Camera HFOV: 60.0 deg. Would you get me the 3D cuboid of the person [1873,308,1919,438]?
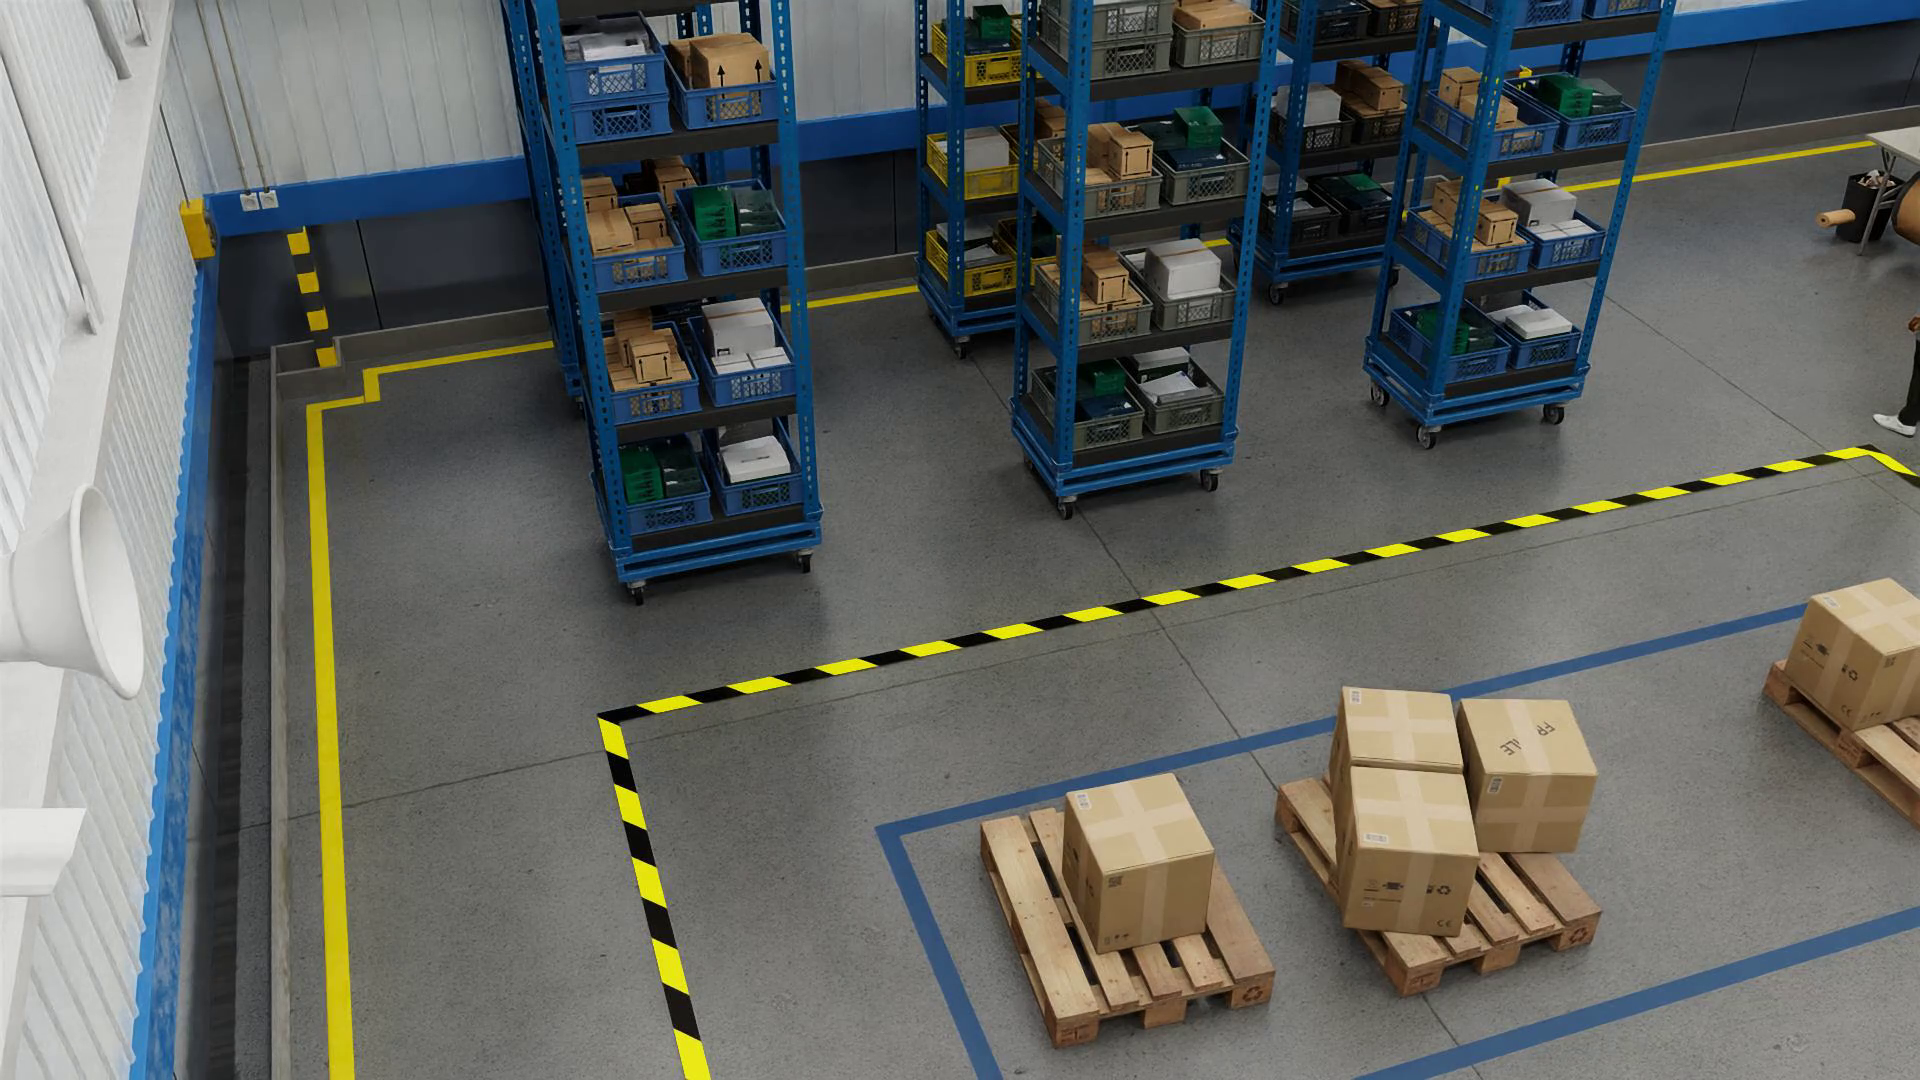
[{"bbox_3d":[6.472,-1.543,10.870,0.596,1.849,0.385,-12,37,-17],"label":"person"}]
